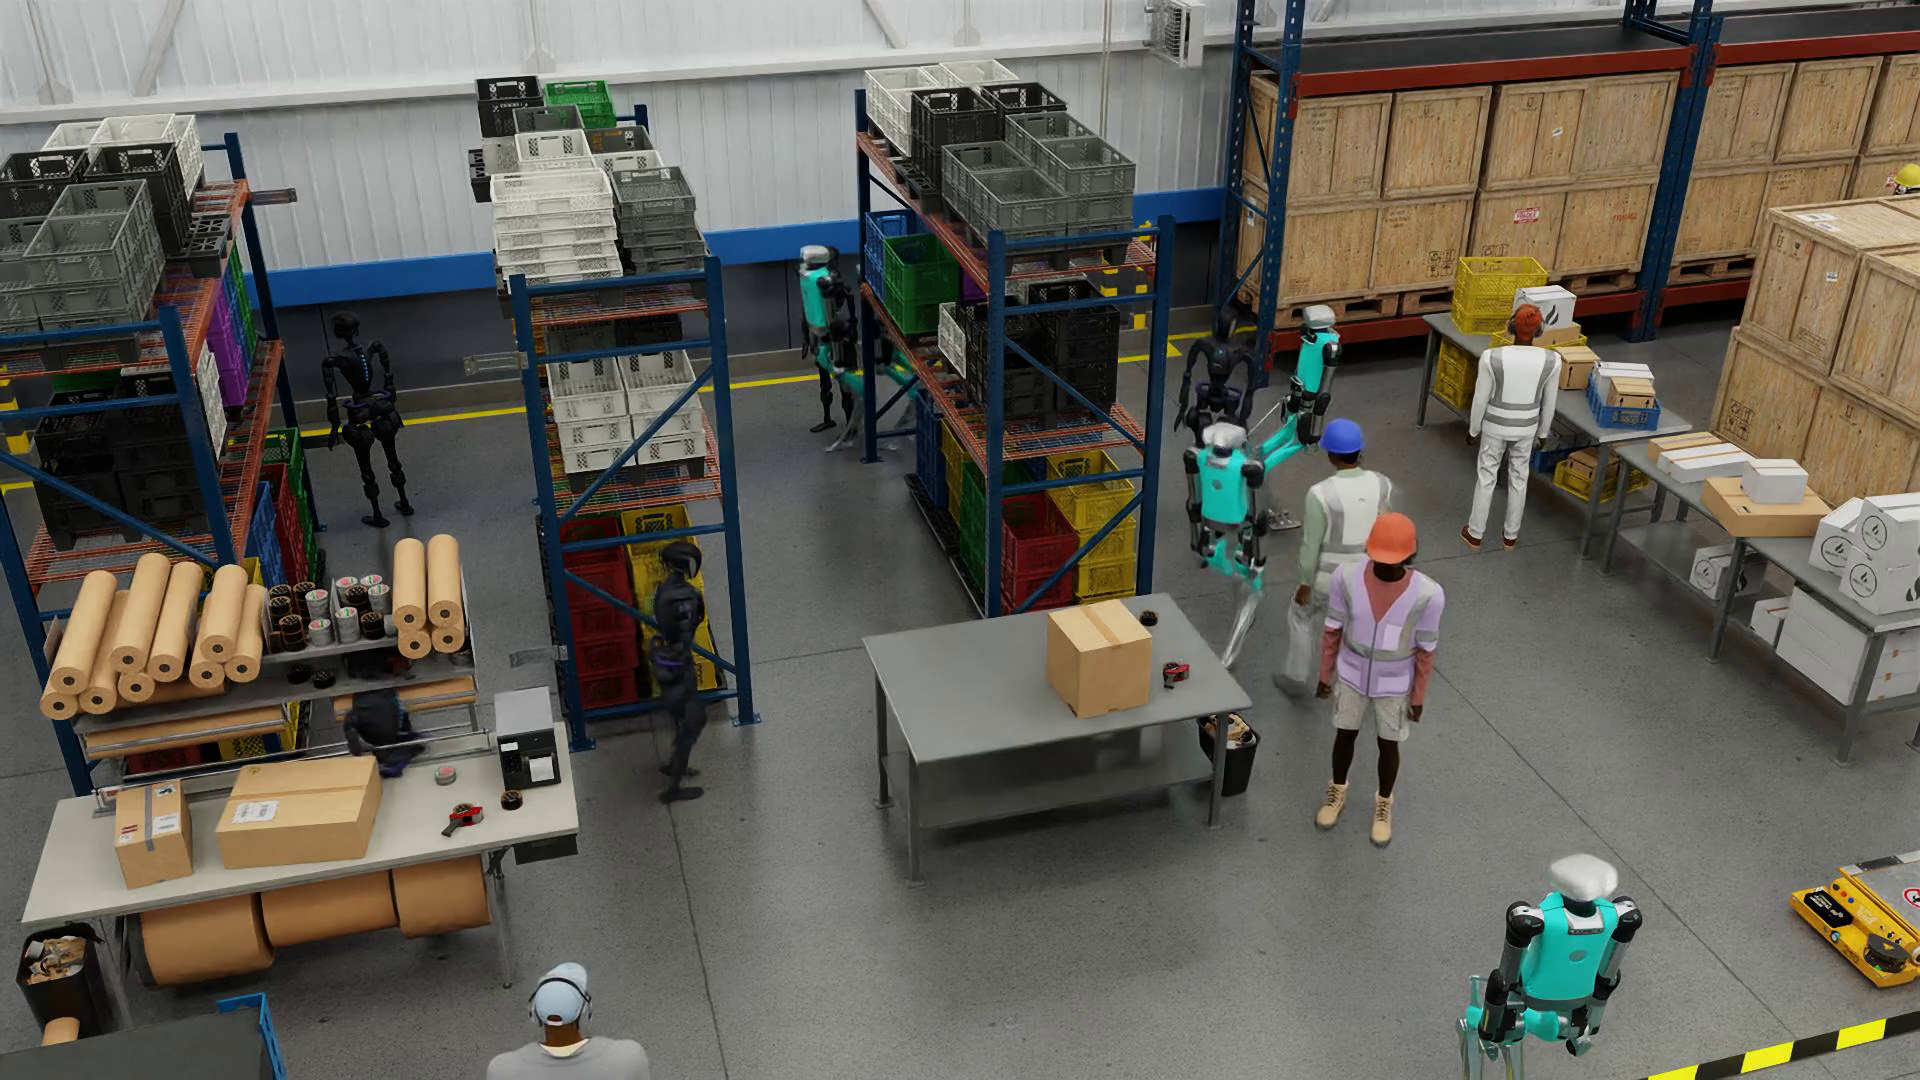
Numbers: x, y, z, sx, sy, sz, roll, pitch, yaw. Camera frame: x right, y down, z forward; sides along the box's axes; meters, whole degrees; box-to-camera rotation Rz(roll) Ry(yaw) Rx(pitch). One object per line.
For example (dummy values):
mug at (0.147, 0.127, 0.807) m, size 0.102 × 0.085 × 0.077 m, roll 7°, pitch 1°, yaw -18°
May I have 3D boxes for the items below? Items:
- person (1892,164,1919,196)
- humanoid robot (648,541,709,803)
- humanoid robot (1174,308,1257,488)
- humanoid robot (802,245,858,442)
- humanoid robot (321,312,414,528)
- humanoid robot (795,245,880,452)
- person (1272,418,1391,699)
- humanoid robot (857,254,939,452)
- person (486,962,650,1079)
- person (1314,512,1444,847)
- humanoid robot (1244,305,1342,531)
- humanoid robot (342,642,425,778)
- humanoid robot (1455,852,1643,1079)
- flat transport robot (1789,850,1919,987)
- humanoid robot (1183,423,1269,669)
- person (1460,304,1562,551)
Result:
person at (8.412, -2.499, 15.084) m, size 0.585 × 1.833 × 0.404 m, roll -14°, pitch 32°, yaw -24°
humanoid robot at (-1.583, 0.749, 9.337) m, size 0.376 × 1.636 × 0.615 m, roll -9°, pitch 30°, yaw -17°
humanoid robot at (1.866, -0.916, 12.364) m, size 0.588 × 1.639 × 0.503 m, roll 12°, pitch 31°, yaw 20°
humanoid robot at (-1.042, -1.615, 13.622) m, size 0.599 × 1.657 × 0.315 m, roll 21°, pitch 35°, yaw 34°
humanoid robot at (-4.406, -0.904, 12.326) m, size 0.315 × 1.659 × 0.599 m, roll 23°, pitch 36°, yaw 35°
humanoid robot at (-0.892, -1.512, 13.498) m, size 0.777 × 1.887 × 0.553 m, roll -16°, pitch 32°, yaw -26°
person at (2.294, 0.168, 10.164) m, size 0.639 × 1.909 × 0.682 m, roll -12°, pitch 31°, yaw -21°
humanoid robot at (-0.433, -1.545, 13.429) m, size 0.745 × 1.766 × 0.541 m, roll 6°, pitch 29°, yaw 10°
person at (-1.417, 2.333, 6.273) m, size 0.594 × 1.851 × 0.398 m, roll -5°, pitch 29°, yaw -9°
person at (2.224, 0.754, 8.960) m, size 0.601 × 2.036 × 0.400 m, roll 14°, pitch 32°, yaw 24°
humanoid robot at (2.337, -0.871, 12.117) m, size 0.725 × 1.694 × 0.532 m, roll -6°, pitch 29°, yaw -10°
humanoid robot at (-2.898, 1.208, 8.492) m, size 0.377 × 1.645 × 0.602 m, roll 6°, pitch 29°, yaw 10°
humanoid robot at (2.397, 1.890, 7.058) m, size 0.533 × 1.678 × 0.735 m, roll -2°, pitch 29°, yaw -4°
flat transport robot at (5.163, 1.916, 8.676) m, size 1.431 × 0.231 × 0.659 m, roll -8°, pitch 30°, yaw -14°
humanoid robot at (1.821, -0.016, 10.719) m, size 0.555 × 1.800 × 0.925 m, roll 18°, pitch 34°, yaw 30°
person at (3.935, -0.792, 11.928) m, size 0.581 × 1.882 × 0.351 m, roll 2°, pitch 29°, yaw 4°
